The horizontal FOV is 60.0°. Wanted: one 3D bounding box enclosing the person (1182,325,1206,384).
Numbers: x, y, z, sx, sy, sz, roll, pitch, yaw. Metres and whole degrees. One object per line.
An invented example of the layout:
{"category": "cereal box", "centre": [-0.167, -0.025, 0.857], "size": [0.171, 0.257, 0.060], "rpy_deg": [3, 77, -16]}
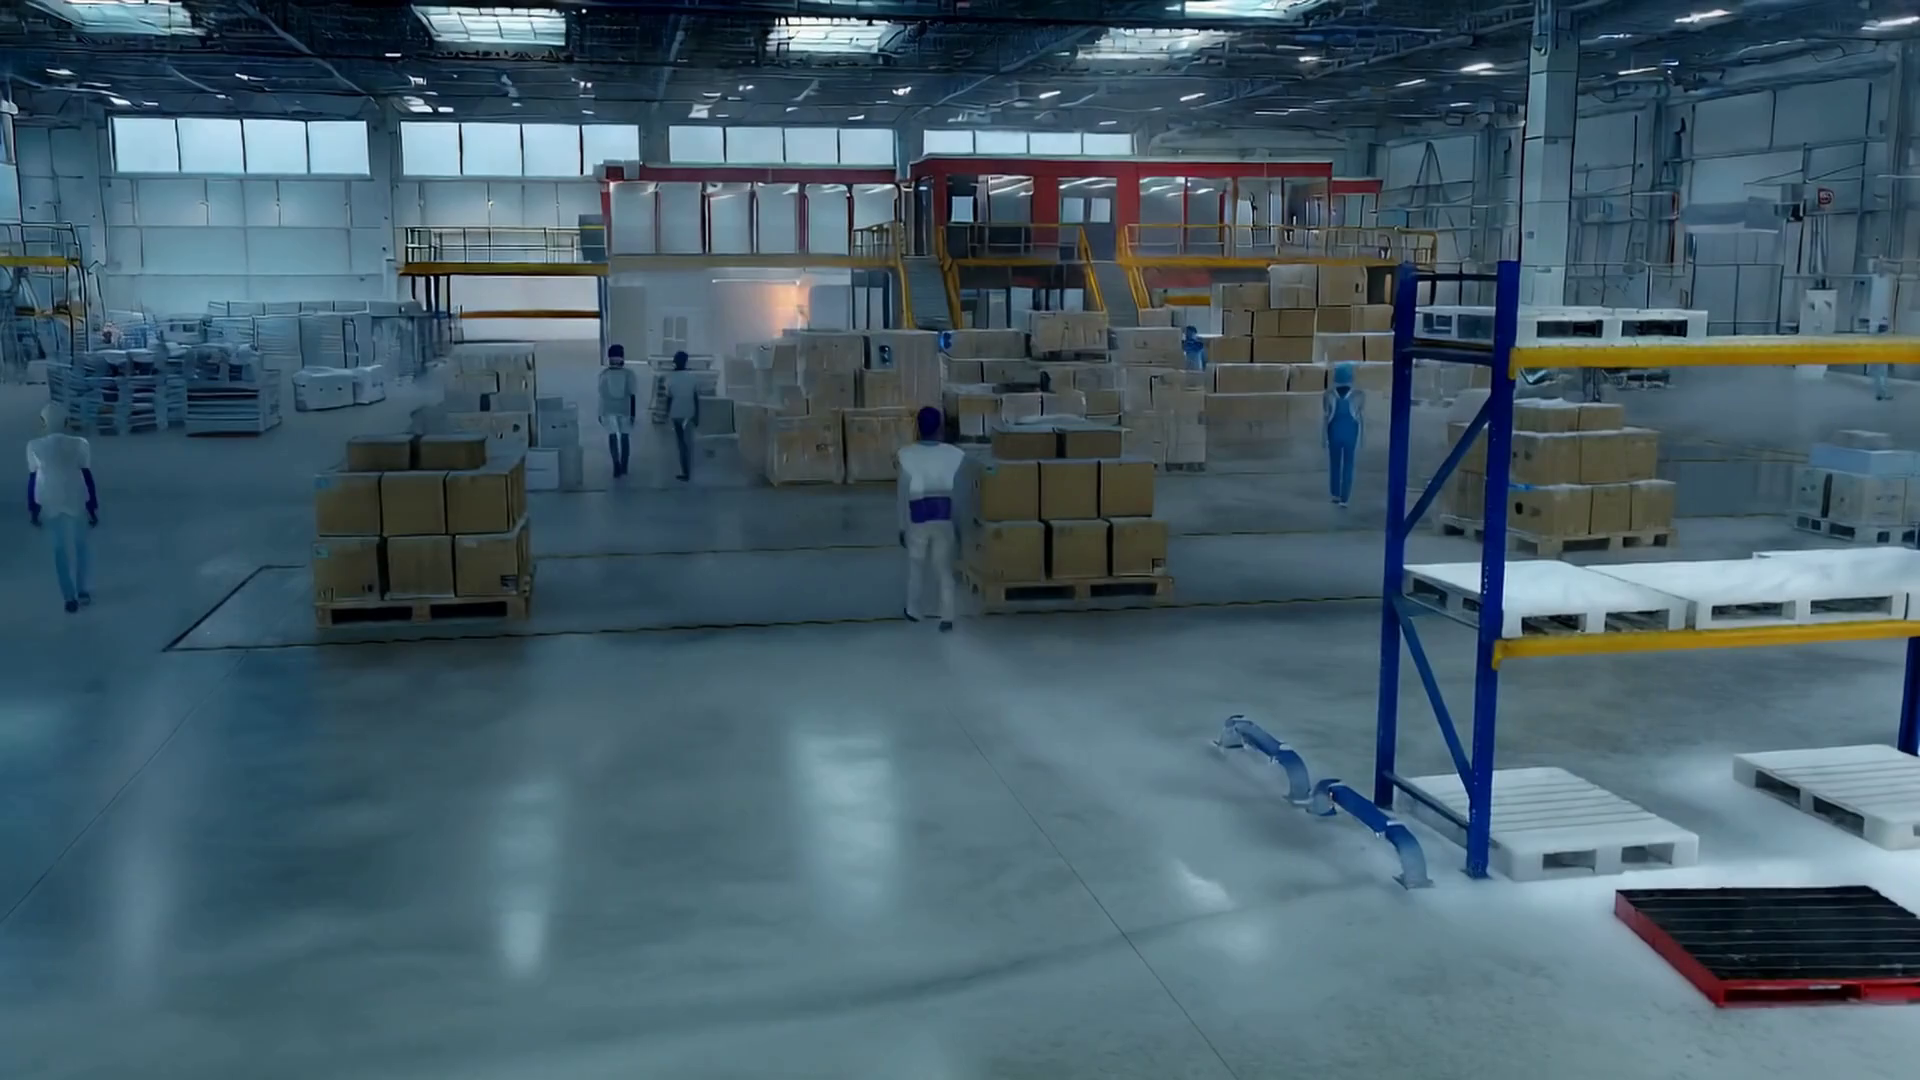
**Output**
{"category": "person", "centre": [4.349, -3.150, 31.803], "size": [0.638, 1.914, 0.854], "rpy_deg": [-2, 10, -13]}

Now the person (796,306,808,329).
{"category": "person", "centre": [-4.839, -6.208, 50.685], "size": [1.001, 1.835, 0.584], "rpy_deg": [-2, 10, -14]}

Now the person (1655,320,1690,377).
{"category": "person", "centre": [19.547, -5.363, 45.644], "size": [0.629, 1.796, 0.953], "rpy_deg": [-9, 13, -43]}

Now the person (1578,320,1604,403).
{"category": "person", "centre": [12.856, -3.510, 33.859], "size": [0.615, 1.943, 0.405], "rpy_deg": [-4, 10, -22]}

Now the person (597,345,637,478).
{"category": "person", "centre": [-4.935, -1.854, 23.958], "size": [0.547, 1.884, 0.996], "rpy_deg": [-3, 10, -16]}

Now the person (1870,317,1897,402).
{"category": "person", "centre": [20.651, -4.017, 37.109], "size": [0.618, 1.879, 0.947], "rpy_deg": [2, 10, 12]}

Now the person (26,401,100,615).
{"category": "person", "centre": [-7.854, -0.294, 14.560], "size": [0.550, 1.839, 0.802], "rpy_deg": [-5, 11, -29]}

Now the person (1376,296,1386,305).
{"category": "person", "centre": [14.557, -7.452, 57.737], "size": [0.377, 1.995, 0.608], "rpy_deg": [2, 10, 12]}

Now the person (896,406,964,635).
{"category": "person", "centre": [-0.234, -0.171, 13.751], "size": [0.610, 1.874, 1.004], "rpy_deg": [-3, 10, -18]}

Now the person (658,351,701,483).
{"category": "person", "centre": [-3.973, -1.741, 23.437], "size": [0.517, 1.835, 0.862], "rpy_deg": [-7, 12, -36]}

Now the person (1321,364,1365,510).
{"category": "person", "centre": [4.795, -1.294, 20.813], "size": [0.526, 1.808, 0.957], "rpy_deg": [2, 10, 13]}
